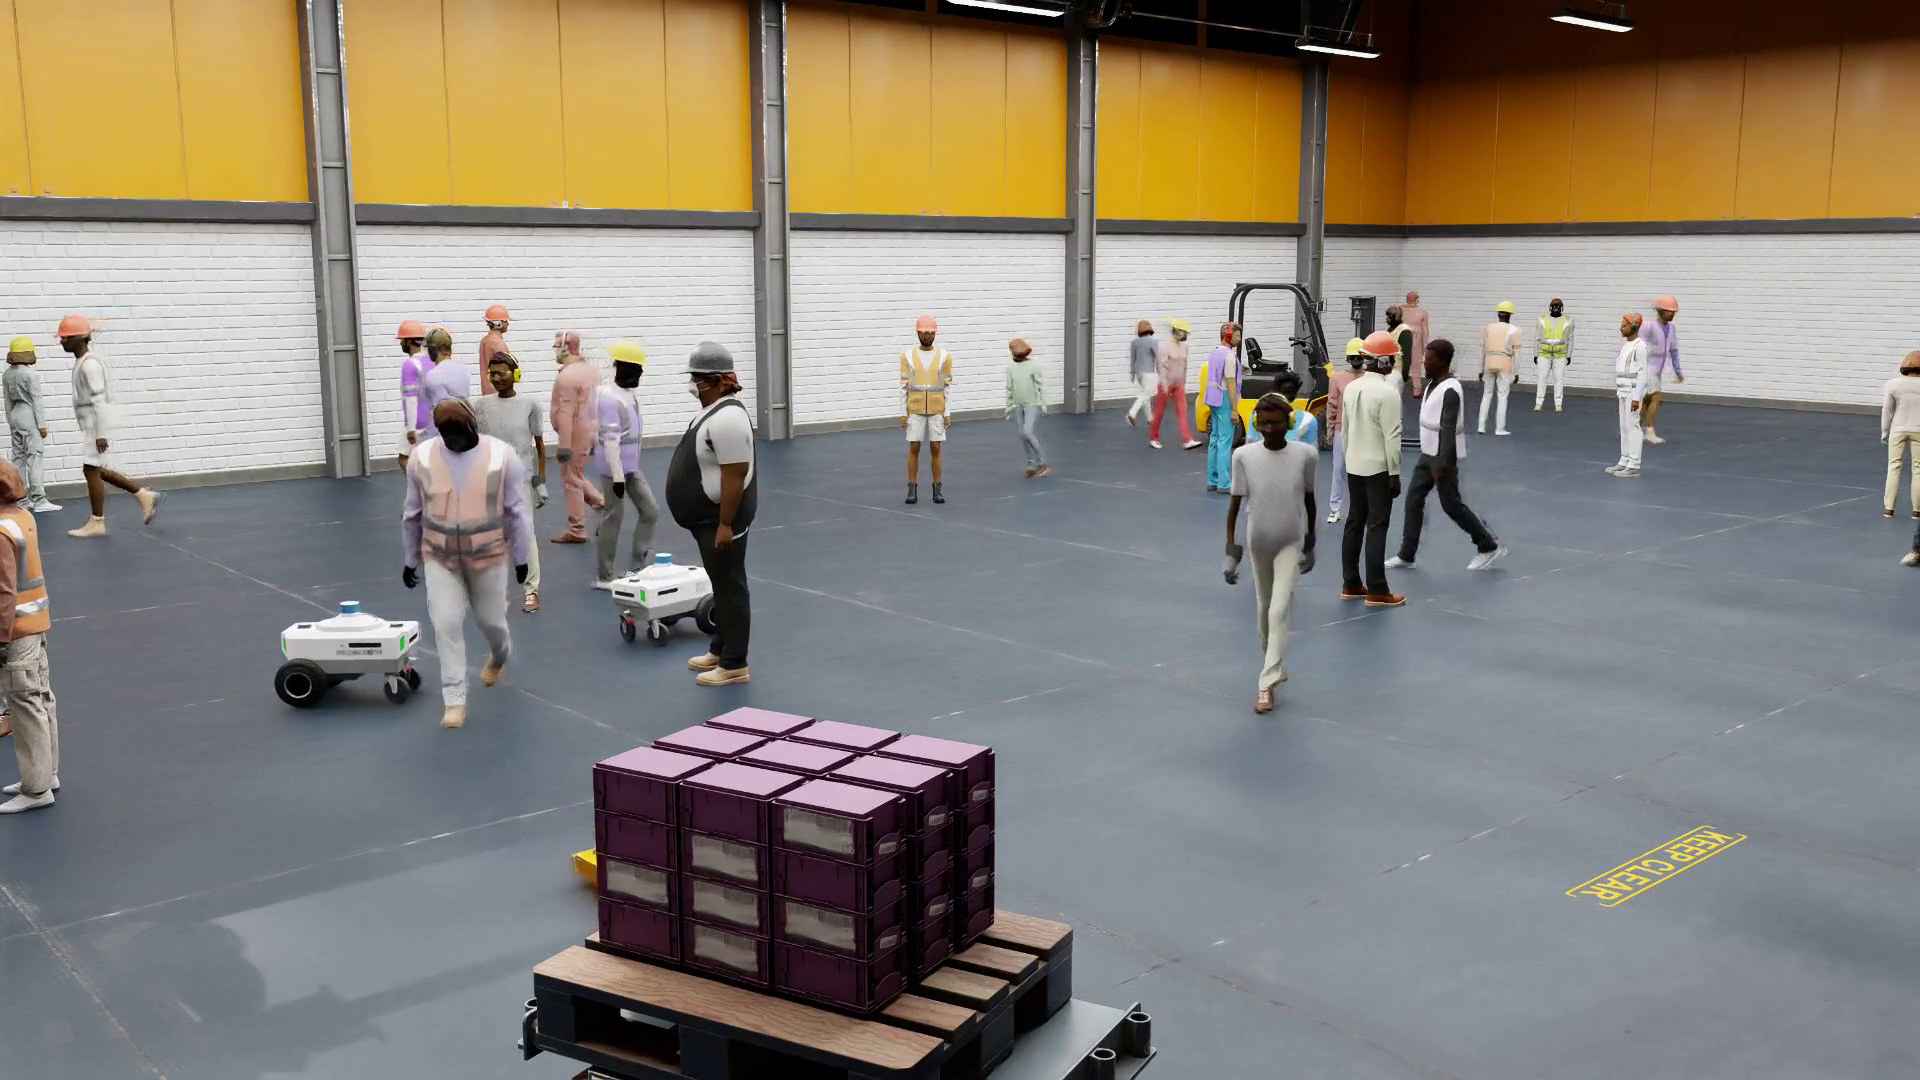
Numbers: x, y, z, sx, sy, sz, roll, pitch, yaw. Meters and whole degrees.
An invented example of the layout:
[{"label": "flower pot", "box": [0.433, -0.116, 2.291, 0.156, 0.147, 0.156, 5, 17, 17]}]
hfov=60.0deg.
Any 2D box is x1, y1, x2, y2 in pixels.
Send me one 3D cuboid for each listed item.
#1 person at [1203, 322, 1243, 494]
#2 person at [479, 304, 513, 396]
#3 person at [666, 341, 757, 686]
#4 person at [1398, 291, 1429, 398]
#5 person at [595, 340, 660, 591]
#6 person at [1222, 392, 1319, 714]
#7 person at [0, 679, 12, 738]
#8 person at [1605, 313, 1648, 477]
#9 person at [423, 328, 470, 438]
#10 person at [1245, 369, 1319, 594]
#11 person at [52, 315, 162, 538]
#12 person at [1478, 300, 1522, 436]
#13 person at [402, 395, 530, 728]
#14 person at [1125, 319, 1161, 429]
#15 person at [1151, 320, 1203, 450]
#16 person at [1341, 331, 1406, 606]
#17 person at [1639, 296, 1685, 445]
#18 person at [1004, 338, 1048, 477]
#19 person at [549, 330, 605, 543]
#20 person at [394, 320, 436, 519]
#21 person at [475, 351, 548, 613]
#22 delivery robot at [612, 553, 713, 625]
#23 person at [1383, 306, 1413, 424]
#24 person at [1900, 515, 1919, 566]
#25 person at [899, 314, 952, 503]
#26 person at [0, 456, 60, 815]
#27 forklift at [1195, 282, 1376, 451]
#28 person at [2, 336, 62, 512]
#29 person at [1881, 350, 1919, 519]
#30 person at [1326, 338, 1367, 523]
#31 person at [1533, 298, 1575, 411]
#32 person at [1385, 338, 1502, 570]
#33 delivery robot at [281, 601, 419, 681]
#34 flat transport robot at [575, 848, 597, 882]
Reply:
[{"label": "person", "box": [2.811, -1.407, 17.770, 0.388, 1.837, 0.564, -2, 10, -13]}, {"label": "person", "box": [-5.158, -1.629, 18.607, 0.382, 1.996, 0.608, -7, 12, -35]}, {"label": "person", "box": [-1.475, -0.163, 9.892, 0.536, 2.000, 0.681, -2, 10, -13]}, {"label": "person", "box": [8.053, -3.481, 29.714, 0.641, 1.909, 0.409, 5, 11, 28]}, {"label": "person", "box": [-2.483, -0.545, 12.535, 0.660, 1.895, 0.624, 1, 10, 8]}, {"label": "person", "box": [1.787, 0.024, 9.577, 0.528, 1.790, 1.043, 3, 10, 14]}, {"label": "person", "box": [-5.194, 0.123, 8.725, 0.523, 1.867, 0.317, 5, 11, 25]}, {"label": "person", "box": [7.711, -1.664, 19.140, 0.337, 1.882, 0.583, 1, 10, 5]}, {"label": "person", "box": [-4.283, -0.802, 13.938, 0.350, 1.936, 0.635, 1, 10, 5]}, {"label": "person", "box": [2.427, -0.454, 12.607, 0.571, 1.688, 0.508, 2, 10, 14]}, {"label": "person", "box": [-7.743, -1.039, 15.100, 0.745, 2.023, 0.617, -6, 12, -33]}, {"label": "person", "box": [7.668, -2.435, 23.614, 0.597, 1.914, 0.436, 8, 12, 39]}, {"label": "person", "box": [-2.711, 0.077, 9.207, 0.679, 1.799, 0.780, -1, 10, -7]}, {"label": "person", "box": [2.695, -2.456, 24.565, 0.744, 1.607, 0.509, -8, 12, -38]}, {"label": "person", "box": [2.812, -2.011, 21.697, 0.561, 1.695, 0.916, -7, 12, -34]}, {"label": "person", "box": [3.011, -0.519, 12.110, 0.378, 1.995, 0.609, -4, 11, -23]}, {"label": "person", "box": [9.379, -2.266, 22.309, 0.609, 2.002, 0.772, -7, 12, -35]}, {"label": "person", "box": [0.761, -1.503, 19.046, 0.366, 1.598, 0.588, -9, 13, -43]}, {"label": "person", "box": [-3.369, -0.898, 14.650, 0.472, 1.892, 0.645, 1, 10, 4]}, {"label": "person", "box": [-5.251, -1.156, 16.053, 0.397, 1.930, 0.555, 2, 10, 12]}, {"label": "person", "box": [-3.199, -0.409, 11.839, 0.535, 1.868, 0.309, 1, 10, 3]}, {"label": "delivery robot", "box": [-1.970, 0.333, 11.061, 0.477, 0.478, 0.707, 7, 12, 36]}, {"label": "person", "box": [6.125, -2.428, 23.787, 0.572, 1.820, 0.642, -2, 10, -10]}, {"label": "person", "box": [7.936, -0.611, 13.241, 0.489, 1.814, 0.694, -6, 11, -32]}, {"label": "person", "box": [-0.348, -1.338, 17.066, 0.545, 1.942, 0.350, -1, 10, -4]}, {"label": "person", "box": [-4.330, 0.427, 7.615, 0.309, 1.640, 0.513, -3, 10, -19]}, {"label": "forklift", "box": [4.328, -2.346, 22.227, 2.313, 2.155, 1.214, 3, 10, 16]}, {"label": "person", "box": [-9.265, -1.151, 16.544, 0.483, 1.745, 0.300, 4, 11, 24]}, {"label": "person", "box": [9.188, -1.019, 16.094, 0.499, 1.633, 0.279, 7, 12, 35]}, {"label": "person", "box": [3.735, -1.029, 15.771, 0.525, 1.769, 0.313, 2, 10, 13]}, {"label": "person", "box": [9.707, -3.026, 27.235, 0.627, 1.847, 0.429, 4, 10, 21]}, {"label": "person", "box": [3.917, -0.679, 13.386, 0.933, 1.888, 0.601, 0, 10, 0]}, {"label": "delivery robot", "box": [-3.484, 0.594, 9.529, 0.707, 0.478, 0.477, -1, 10, -3]}, {"label": "flat transport robot", "box": [-0.817, 1.219, 6.976, 1.431, 0.197, 0.652, -8, 13, -41]}]
